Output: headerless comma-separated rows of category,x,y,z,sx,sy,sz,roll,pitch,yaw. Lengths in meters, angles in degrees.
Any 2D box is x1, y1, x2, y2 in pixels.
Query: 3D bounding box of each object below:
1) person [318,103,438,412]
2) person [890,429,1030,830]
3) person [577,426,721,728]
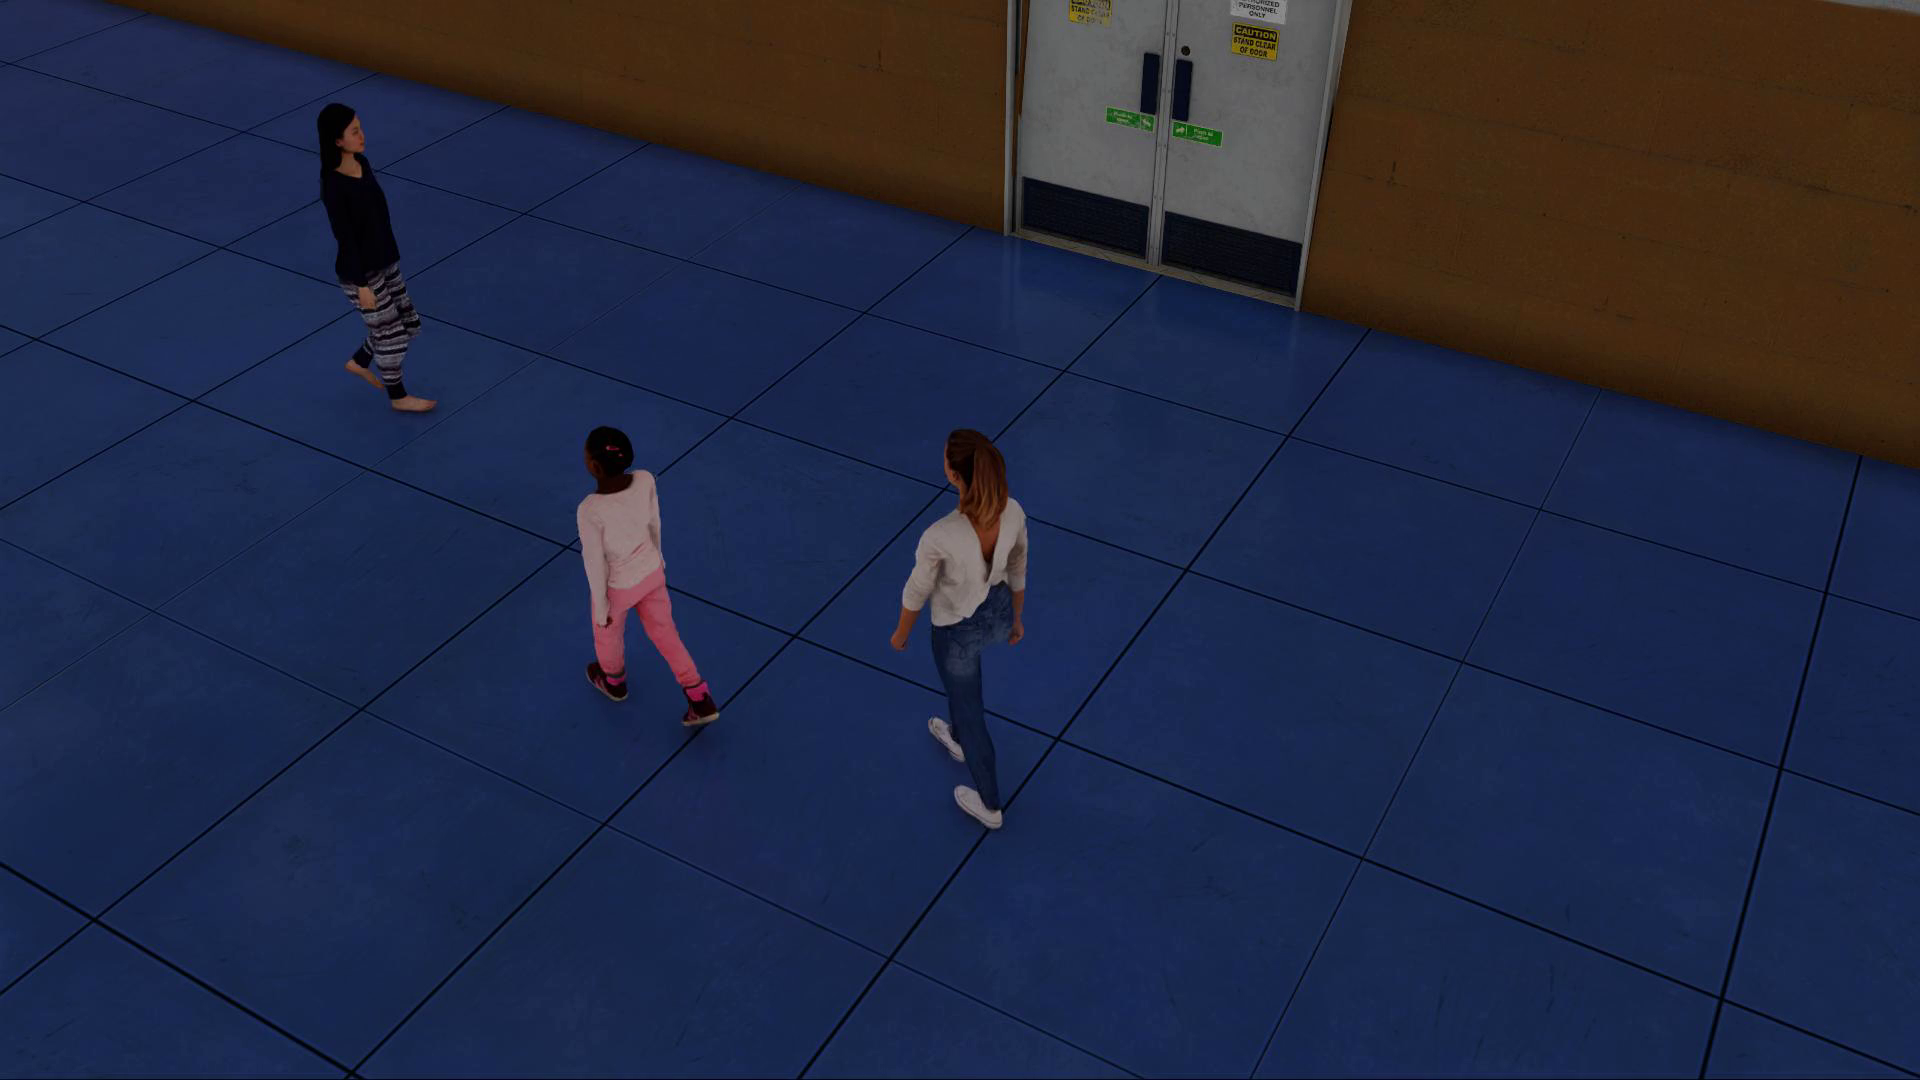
person,-3.114,-1.403,8.525,0.805,1.725,0.765,4,37,5
person,0.094,0.388,6.163,0.873,1.696,0.847,-29,46,-33
person,-1.274,0.177,6.669,0.781,1.425,0.979,30,46,34
